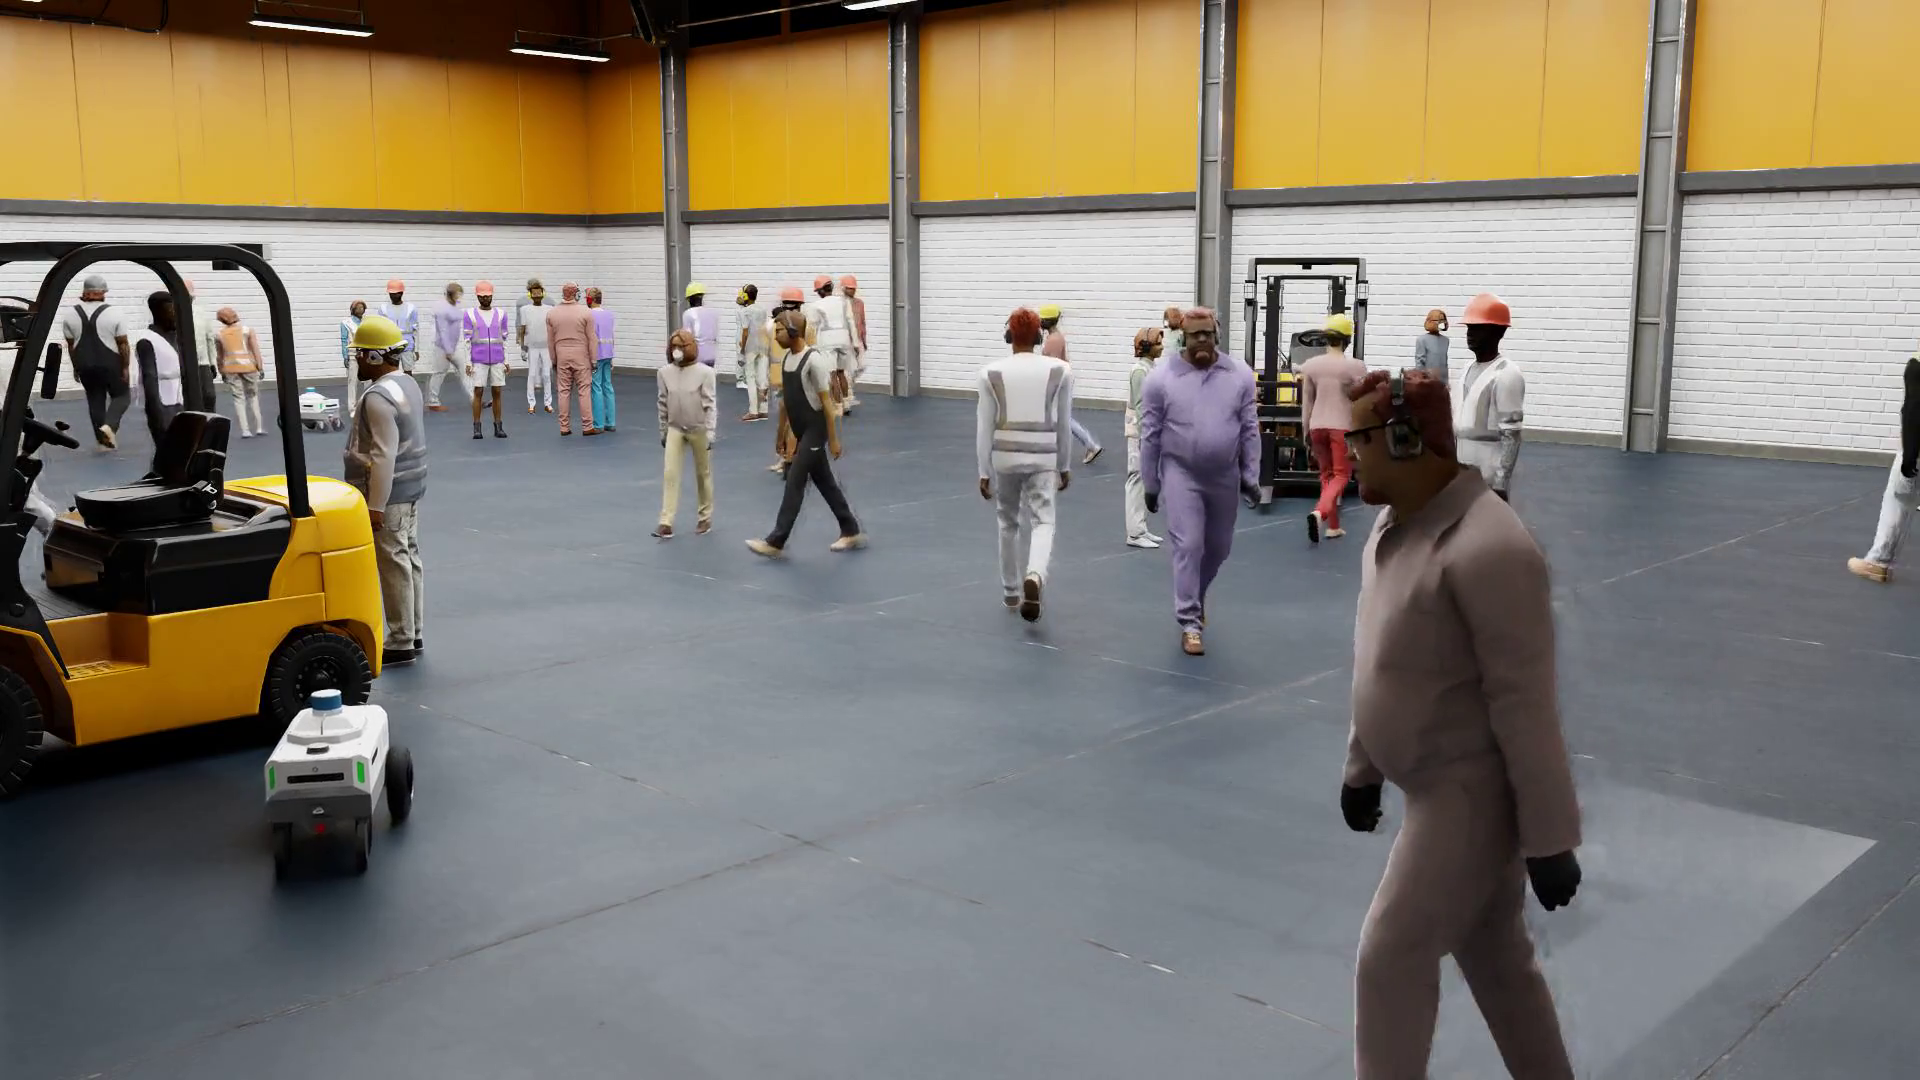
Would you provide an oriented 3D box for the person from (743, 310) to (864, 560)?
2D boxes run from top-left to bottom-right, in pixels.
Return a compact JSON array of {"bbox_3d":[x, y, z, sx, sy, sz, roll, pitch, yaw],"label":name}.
[{"bbox_3d":[-1.107,-0.757,11.964,0.995,1.785,0.516,-5,11,-30],"label":"person"}]

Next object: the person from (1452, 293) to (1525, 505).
[{"bbox_3d":[2.813,-0.361,9.025,0.342,1.942,0.552,-2,9,-11],"label":"person"}]

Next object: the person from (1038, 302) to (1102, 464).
[{"bbox_3d":[1.091,-1.627,17.412,0.750,1.735,0.528,-1,9,-9],"label":"person"}]

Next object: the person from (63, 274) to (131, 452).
[{"bbox_3d":[-9.677,-1.991,18.718,0.692,2.000,0.650,-1,9,-3],"label":"person"}]

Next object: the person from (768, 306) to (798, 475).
[{"bbox_3d":[-1.769,-1.503,16.781,0.317,1.695,0.542,-3,10,-17],"label":"person"}]

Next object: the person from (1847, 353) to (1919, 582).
[{"bbox_3d":[6.265,-0.593,10.850,0.666,1.808,0.853,-3,10,-16],"label":"person"}]

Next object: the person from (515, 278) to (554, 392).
[{"bbox_3d":[-7.215,-3.462,28.134,0.631,1.919,0.672,-6,11,-33],"label":"person"}]

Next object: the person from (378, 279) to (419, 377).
[{"bbox_3d":[-7.898,-2.706,23.430,0.548,1.934,0.375,-2,10,-13],"label":"person"}]

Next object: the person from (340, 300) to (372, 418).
[{"bbox_3d":[-8.368,-2.522,23.192,0.514,1.643,0.307,-9,13,-43],"label":"person"}]

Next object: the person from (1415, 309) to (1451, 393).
[{"bbox_3d":[5.161,-1.698,18.163,0.498,1.634,0.279,-6,11,-33],"label":"person"}]

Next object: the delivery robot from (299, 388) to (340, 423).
[{"bbox_3d":[-8.242,-1.691,21.139,0.707,0.478,0.477,4,10,26],"label":"delivery robot"}]

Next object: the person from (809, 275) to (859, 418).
[{"bbox_3d":[-1.780,-2.709,23.308,0.647,1.980,0.684,-4,10,-24],"label":"person"}]

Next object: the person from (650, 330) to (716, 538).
[{"bbox_3d":[-2.115,-0.803,12.765,0.518,1.596,0.793,2,9,12],"label":"person"}]

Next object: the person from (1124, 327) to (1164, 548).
[{"bbox_3d":[1.384,-0.768,12.442,0.314,1.642,0.514,3,10,15],"label":"person"}]

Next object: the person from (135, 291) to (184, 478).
[{"bbox_3d":[-6.352,-1.053,13.411,0.503,1.893,0.622,0,9,0],"label":"person"}]

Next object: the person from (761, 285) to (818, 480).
[{"bbox_3d":[-1.628,-1.573,16.564,0.571,1.899,0.885,3,10,19],"label":"person"}]

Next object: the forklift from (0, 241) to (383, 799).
[{"bbox_3d":[-3.706,-0.171,7.093,1.214,2.155,2.313,9,13,43],"label":"forklift"}]

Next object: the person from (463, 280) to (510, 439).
[{"bbox_3d":[-5.769,-2.201,20.320,0.550,1.935,0.375,-5,10,-27],"label":"person"}]

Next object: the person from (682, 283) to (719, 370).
[{"bbox_3d":[-3.246,-2.243,20.696,0.530,1.894,0.621,8,12,40],"label":"person"}]

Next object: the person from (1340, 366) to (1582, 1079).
[{"bbox_3d":[1.039,0.559,3.653,0.892,1.861,0.667,0,9,1],"label":"person"}]

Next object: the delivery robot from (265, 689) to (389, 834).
[{"bbox_3d":[-2.262,0.782,5.974,0.477,0.478,0.707,-2,9,-13],"label":"delivery robot"}]

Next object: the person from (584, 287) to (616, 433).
[{"bbox_3d":[-4.562,-2.267,21.009,0.373,1.843,0.572,5,10,26],"label":"person"}]

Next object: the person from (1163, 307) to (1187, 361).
[{"bbox_3d":[2.665,-2.017,20.189,0.541,1.619,0.506,-3,10,-15],"label":"person"}]

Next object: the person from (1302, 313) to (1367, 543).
[{"bbox_3d":[2.798,-0.836,12.557,0.531,1.743,0.739,7,12,38],"label":"person"}]

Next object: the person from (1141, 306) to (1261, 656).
[{"bbox_3d":[1.321,-0.358,9.223,0.645,1.877,0.851,-1,9,-8],"label":"person"}]

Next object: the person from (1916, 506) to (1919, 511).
[{"bbox_3d":[8.589,-1.198,14.321,0.834,1.899,0.594,-4,10,-25],"label":"person"}]

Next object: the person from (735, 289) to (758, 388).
[{"bbox_3d":[-3.736,-3.508,28.953,0.319,1.740,0.489,3,10,16],"label":"person"}]

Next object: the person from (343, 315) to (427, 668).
[{"bbox_3d":[-2.995,-0.251,8.686,0.404,1.833,0.589,-1,9,-6],"label":"person"}]

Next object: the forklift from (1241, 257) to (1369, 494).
[{"bbox_3d":[3.309,-1.629,16.029,1.214,2.155,2.313,2,9,11],"label":"forklift"}]

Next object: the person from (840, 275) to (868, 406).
[{"bbox_3d":[-1.680,-3.031,25.259,0.649,1.982,0.464,-9,13,-43],"label":"person"}]

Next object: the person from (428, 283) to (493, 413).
[{"bbox_3d":[-7.221,-2.738,23.834,1.024,1.864,0.693,2,9,12],"label":"person"}]

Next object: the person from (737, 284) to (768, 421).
[{"bbox_3d":[-2.838,-2.557,22.741,0.309,1.861,0.535,6,11,34],"label":"person"}]

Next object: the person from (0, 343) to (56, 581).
[{"bbox_3d":[-6.263,-0.627,10.814,0.640,1.903,0.987,7,12,38],"label":"person"}]

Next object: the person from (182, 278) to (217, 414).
[{"bbox_3d":[-8.727,-1.986,18.917,0.637,1.963,0.758,-8,12,-42],"label":"person"}]

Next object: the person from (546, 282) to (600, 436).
[{"bbox_3d":[-4.795,-2.245,20.688,0.641,1.908,0.409,1,9,9],"label":"person"}]

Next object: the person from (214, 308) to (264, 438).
[{"bbox_3d":[-8.863,-2.059,20.475,0.575,1.592,0.643,-3,10,-18],"label":"person"}]

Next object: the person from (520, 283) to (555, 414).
[{"bbox_3d":[-6.044,-2.748,23.883,0.532,1.870,0.319,-4,10,-24],"label":"person"}]

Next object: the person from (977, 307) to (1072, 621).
[{"bbox_3d":[0.380,-0.444,9.808,0.569,1.858,0.826,0,9,2],"label":"person"}]
